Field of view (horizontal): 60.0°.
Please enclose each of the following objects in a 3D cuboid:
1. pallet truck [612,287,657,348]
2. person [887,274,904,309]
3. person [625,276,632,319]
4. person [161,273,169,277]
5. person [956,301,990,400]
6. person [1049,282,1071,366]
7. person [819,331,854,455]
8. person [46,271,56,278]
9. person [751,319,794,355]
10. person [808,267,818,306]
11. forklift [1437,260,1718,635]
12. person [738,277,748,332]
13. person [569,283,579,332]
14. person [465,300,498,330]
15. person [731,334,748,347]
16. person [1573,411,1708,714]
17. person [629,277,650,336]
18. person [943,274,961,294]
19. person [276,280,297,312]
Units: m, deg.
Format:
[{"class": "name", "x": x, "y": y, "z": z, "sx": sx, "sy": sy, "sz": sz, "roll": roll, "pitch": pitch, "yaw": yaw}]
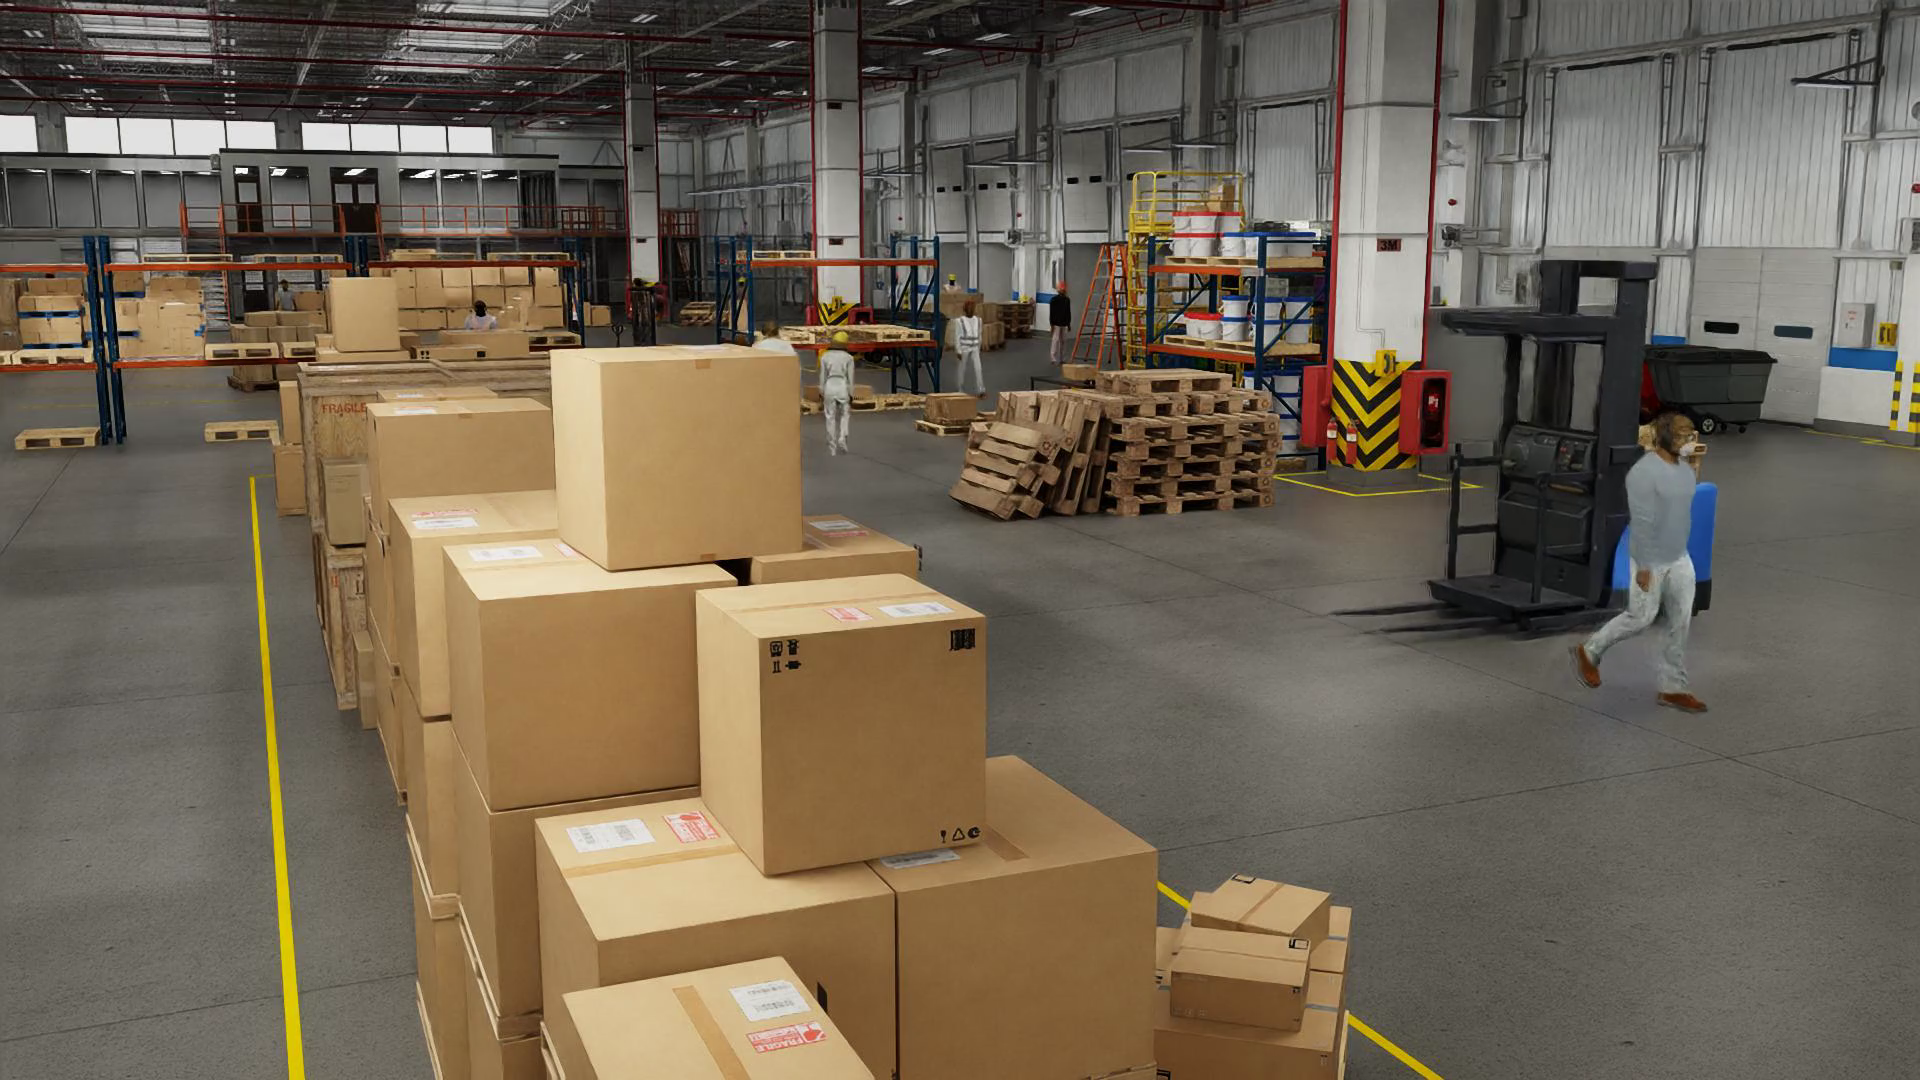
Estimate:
[{"class": "pallet truck", "x": -6.464, "y": -4.406, "z": 35.401, "sx": 0.823, "sy": 1.965, "sz": 1.885, "roll": 6, "pitch": 12, "yaw": 32}, {"class": "person", "x": -1.960, "y": -7.174, "z": 50.948, "sx": 0.615, "sy": 1.903, "sz": 0.374, "roll": 8, "pitch": 13, "yaw": 39}, {"class": "person", "x": -12.124, "y": -9.145, "z": 61.655, "sx": 0.602, "sy": 1.949, "sz": 0.396, "roll": 2, "pitch": 11, "yaw": 12}, {"class": "person", "x": -25.098, "y": -7.519, "z": 52.839, "sx": 0.631, "sy": 1.905, "sz": 0.966, "roll": 9, "pitch": 14, "yaw": 42}, {"class": "person", "x": 0.201, "y": -3.515, "z": 30.940, "sx": 0.608, "sy": 1.831, "sz": 0.966, "roll": -6, "pitch": 12, "yaw": -30}, {"class": "person", "x": 2.380, "y": -5.106, "z": 39.306, "sx": 0.622, "sy": 1.987, "sz": 0.408, "roll": -8, "pitch": 13, "yaw": -37}, {"class": "person", "x": -1.720, "y": -2.058, "z": 23.208, "sx": 0.510, "sy": 1.712, "sz": 0.644, "roll": 0, "pitch": 10, "yaw": 0}, {"class": "person", "x": -28.078, "y": -7.338, "z": 51.486, "sx": 0.607, "sy": 2.033, "sz": 0.397, "roll": -3, "pitch": 11, "yaw": -17}, {"class": "person", "x": -2.528, "y": -2.039, "z": 22.583, "sx": 0.641, "sy": 1.918, "sz": 0.679, "roll": -4, "pitch": 11, "yaw": -21}, {"class": "person", "x": -5.357, "y": -9.093, "z": 61.292, "sx": 0.527, "sy": 1.971, "sz": 0.646, "roll": 0, "pitch": 10, "yaw": 1}, {"class": "forklift", "x": 4.931, "y": -0.797, "z": 13.079, "sx": 1.873, "sy": 2.768, "sz": 1.129, "roll": -4, "pitch": 11, "yaw": -22}, {"class": "person", "x": -6.917, "y": -7.480, "z": 52.996, "sx": 0.330, "sy": 1.764, "sz": 0.538, "roll": -8, "pitch": 13, "yaw": -38}, {"class": "person", "x": -11.505, "y": -6.806, "z": 49.457, "sx": 0.321, "sy": 1.697, "sz": 0.529, "roll": 0, "pitch": 10, "yaw": 2}, {"class": "person", "x": -8.999, "y": -3.585, "z": 31.309, "sx": 0.621, "sy": 1.845, "sz": 0.429, "roll": -3, "pitch": 11, "yaw": -16}, {"class": "person", "x": -2.709, "y": -1.620, "z": 20.514, "sx": 0.533, "sy": 1.827, "sz": 0.422, "roll": -9, "pitch": 13, "yaw": -40}, {"class": "person", "x": 4.440, "y": 0.118, "z": 10.686, "sx": 0.632, "sy": 1.919, "sz": 0.830, "roll": -6, "pitch": 12, "yaw": -31}, {"class": "person", "x": -9.868, "y": -7.232, "z": 51.508, "sx": 0.628, "sy": 1.812, "sz": 0.863, "roll": 6, "pitch": 12, "yaw": 31}, {"class": "person", "x": -0.252, "y": -7.348, "z": 51.890, "sx": 0.606, "sy": 1.895, "sz": 0.732, "roll": 1, "pitch": 10, "yaw": 5}, {"class": "person", "x": -19.125, "y": -6.452, "z": 47.206, "sx": 0.541, "sy": 1.811, "sz": 1.009, "roll": -2, "pitch": 11, "yaw": -13}]
